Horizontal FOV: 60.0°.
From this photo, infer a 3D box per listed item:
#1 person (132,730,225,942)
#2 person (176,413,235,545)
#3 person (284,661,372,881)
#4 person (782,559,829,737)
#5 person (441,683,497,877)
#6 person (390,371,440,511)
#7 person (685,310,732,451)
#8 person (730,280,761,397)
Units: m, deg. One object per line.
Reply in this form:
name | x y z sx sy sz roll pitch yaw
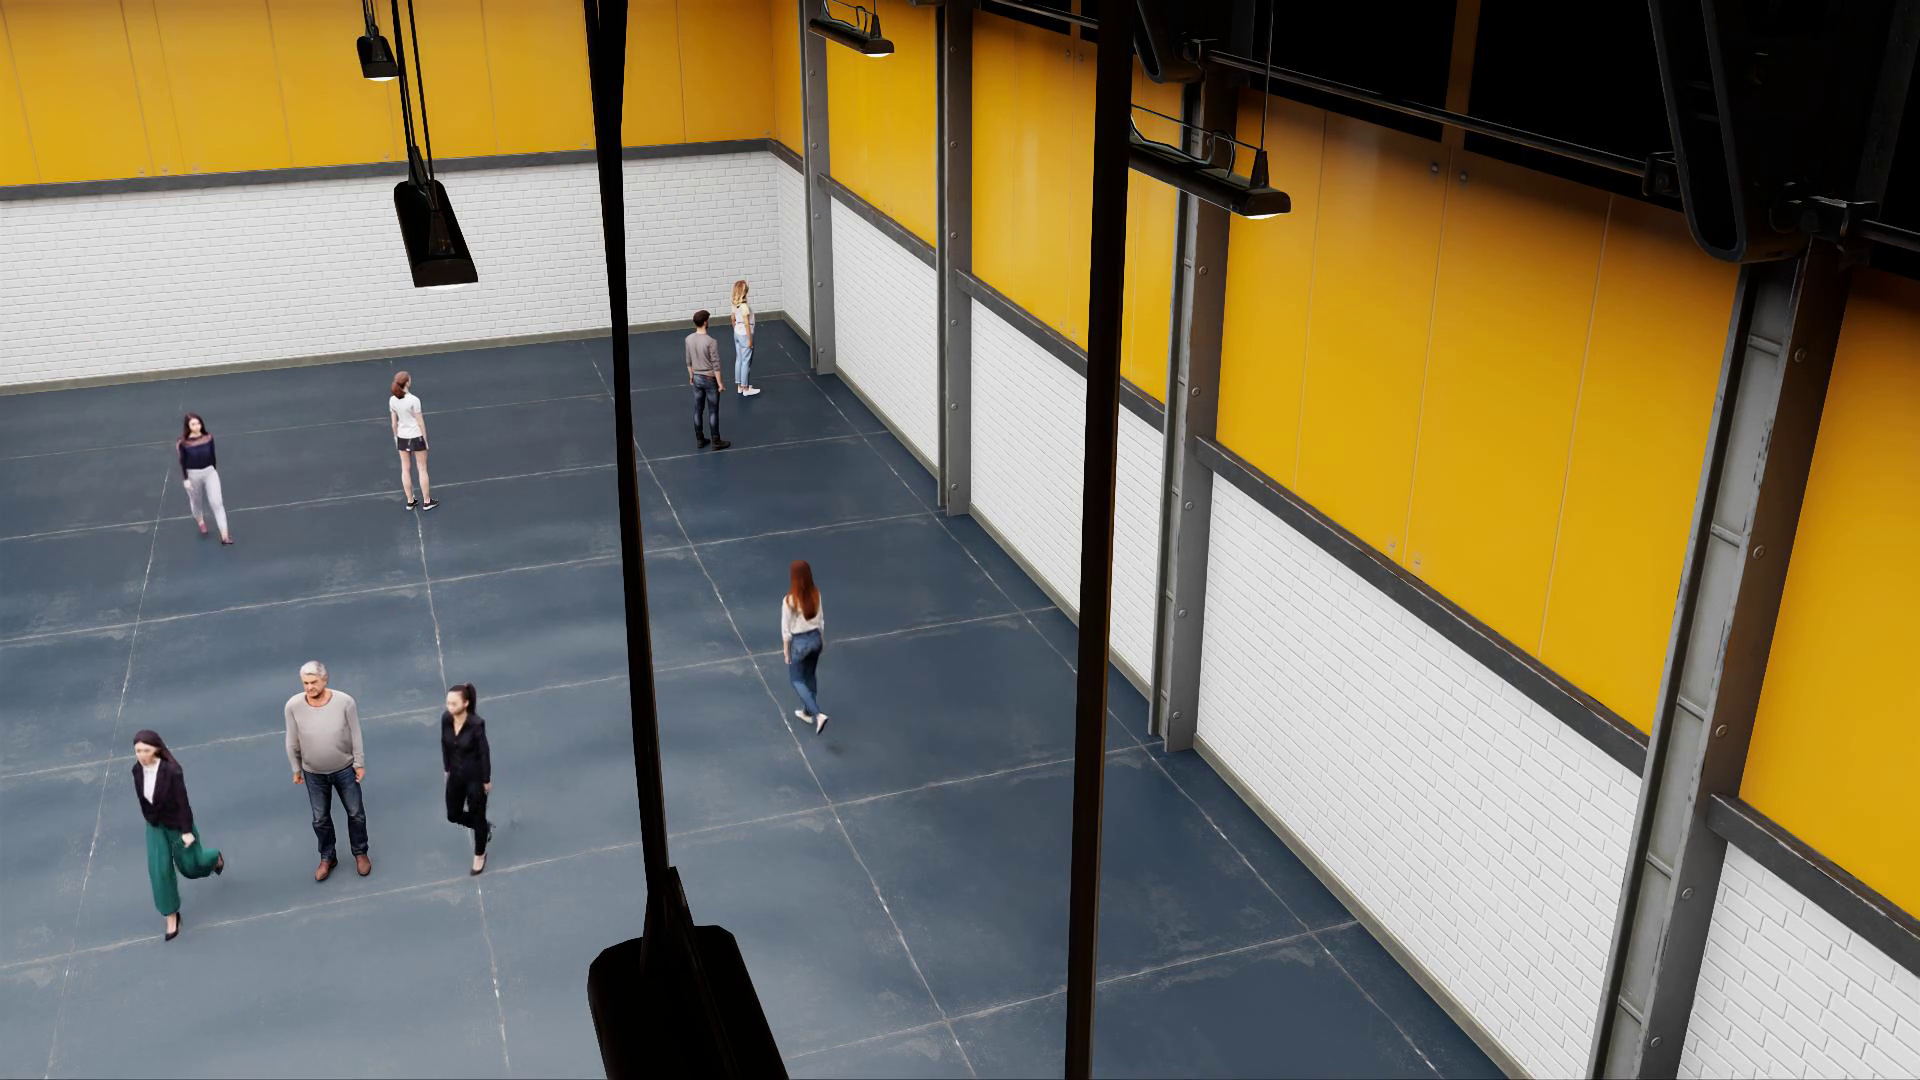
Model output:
person | -5.982 2.173 12.723 0.861 1.712 1.123 2 24 3
person | -8.940 -0.716 19.528 0.850 1.556 1.173 -18 30 -36
person | -5.047 1.809 13.308 0.753 1.911 0.658 -5 24 -12
person | -1.388 1.011 15.378 0.736 1.714 0.999 -15 28 -31
person | -3.915 1.890 13.377 0.772 1.707 0.836 8 25 18
person | -6.752 -1.221 20.437 0.650 1.752 0.677 3 24 7
person | -3.429 -2.150 22.372 0.759 1.904 0.827 12 26 25
person | -3.195 -2.991 24.523 0.742 1.722 0.568 -15 28 -31
